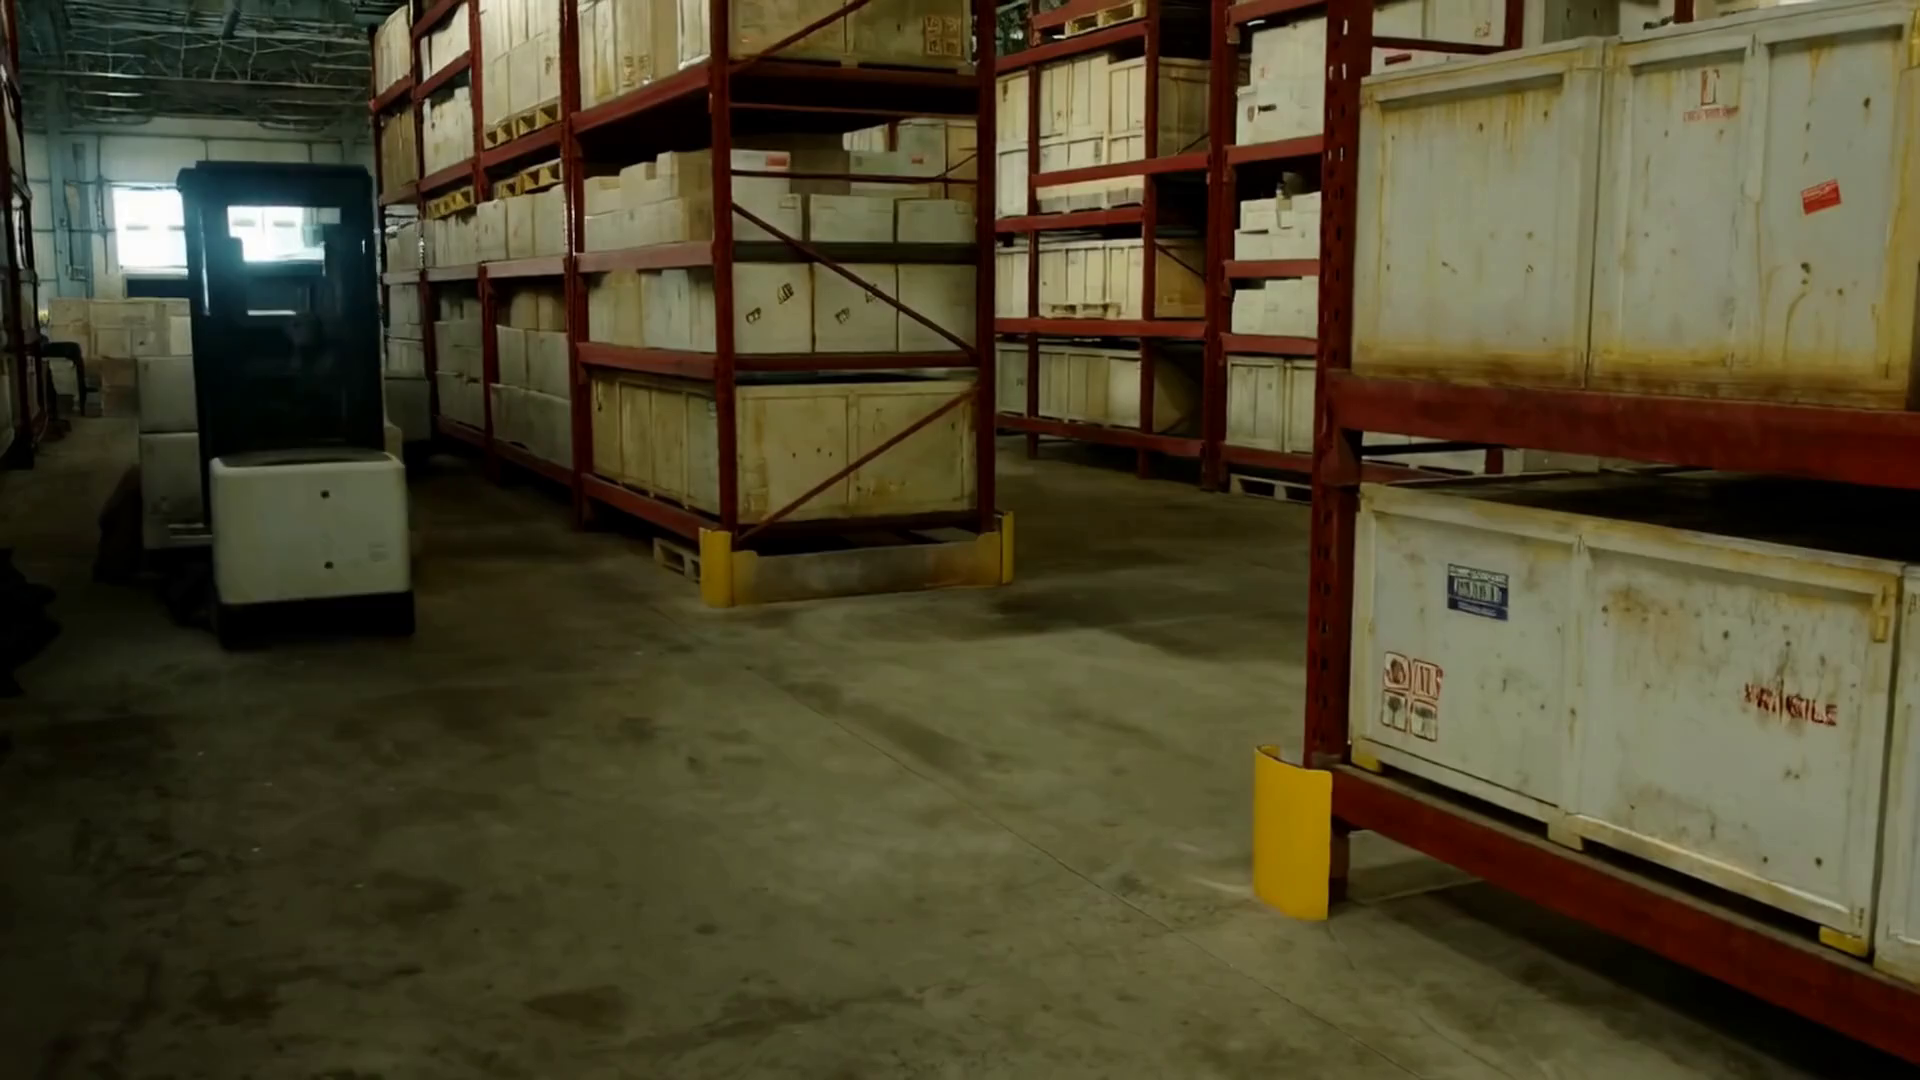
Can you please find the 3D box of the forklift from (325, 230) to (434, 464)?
[{"bbox_3d":[-7.420,-2.331,20.159,1.873,2.768,1.129,-3,9,-18],"label":"forklift"}]

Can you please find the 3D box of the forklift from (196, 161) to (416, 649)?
[{"bbox_3d":[-4.056,-0.878,10.142,1.129,2.768,1.873,-4,9,-26],"label":"forklift"}]

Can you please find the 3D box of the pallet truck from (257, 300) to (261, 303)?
[{"bbox_3d":[-23.913,-7.404,58.171,1.885,1.965,0.823,-1,8,-9],"label":"pallet truck"}]

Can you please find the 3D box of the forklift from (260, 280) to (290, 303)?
[{"bbox_3d":[-17.328,-5.529,42.212,1.129,2.768,1.873,6,10,38],"label":"forklift"}]
